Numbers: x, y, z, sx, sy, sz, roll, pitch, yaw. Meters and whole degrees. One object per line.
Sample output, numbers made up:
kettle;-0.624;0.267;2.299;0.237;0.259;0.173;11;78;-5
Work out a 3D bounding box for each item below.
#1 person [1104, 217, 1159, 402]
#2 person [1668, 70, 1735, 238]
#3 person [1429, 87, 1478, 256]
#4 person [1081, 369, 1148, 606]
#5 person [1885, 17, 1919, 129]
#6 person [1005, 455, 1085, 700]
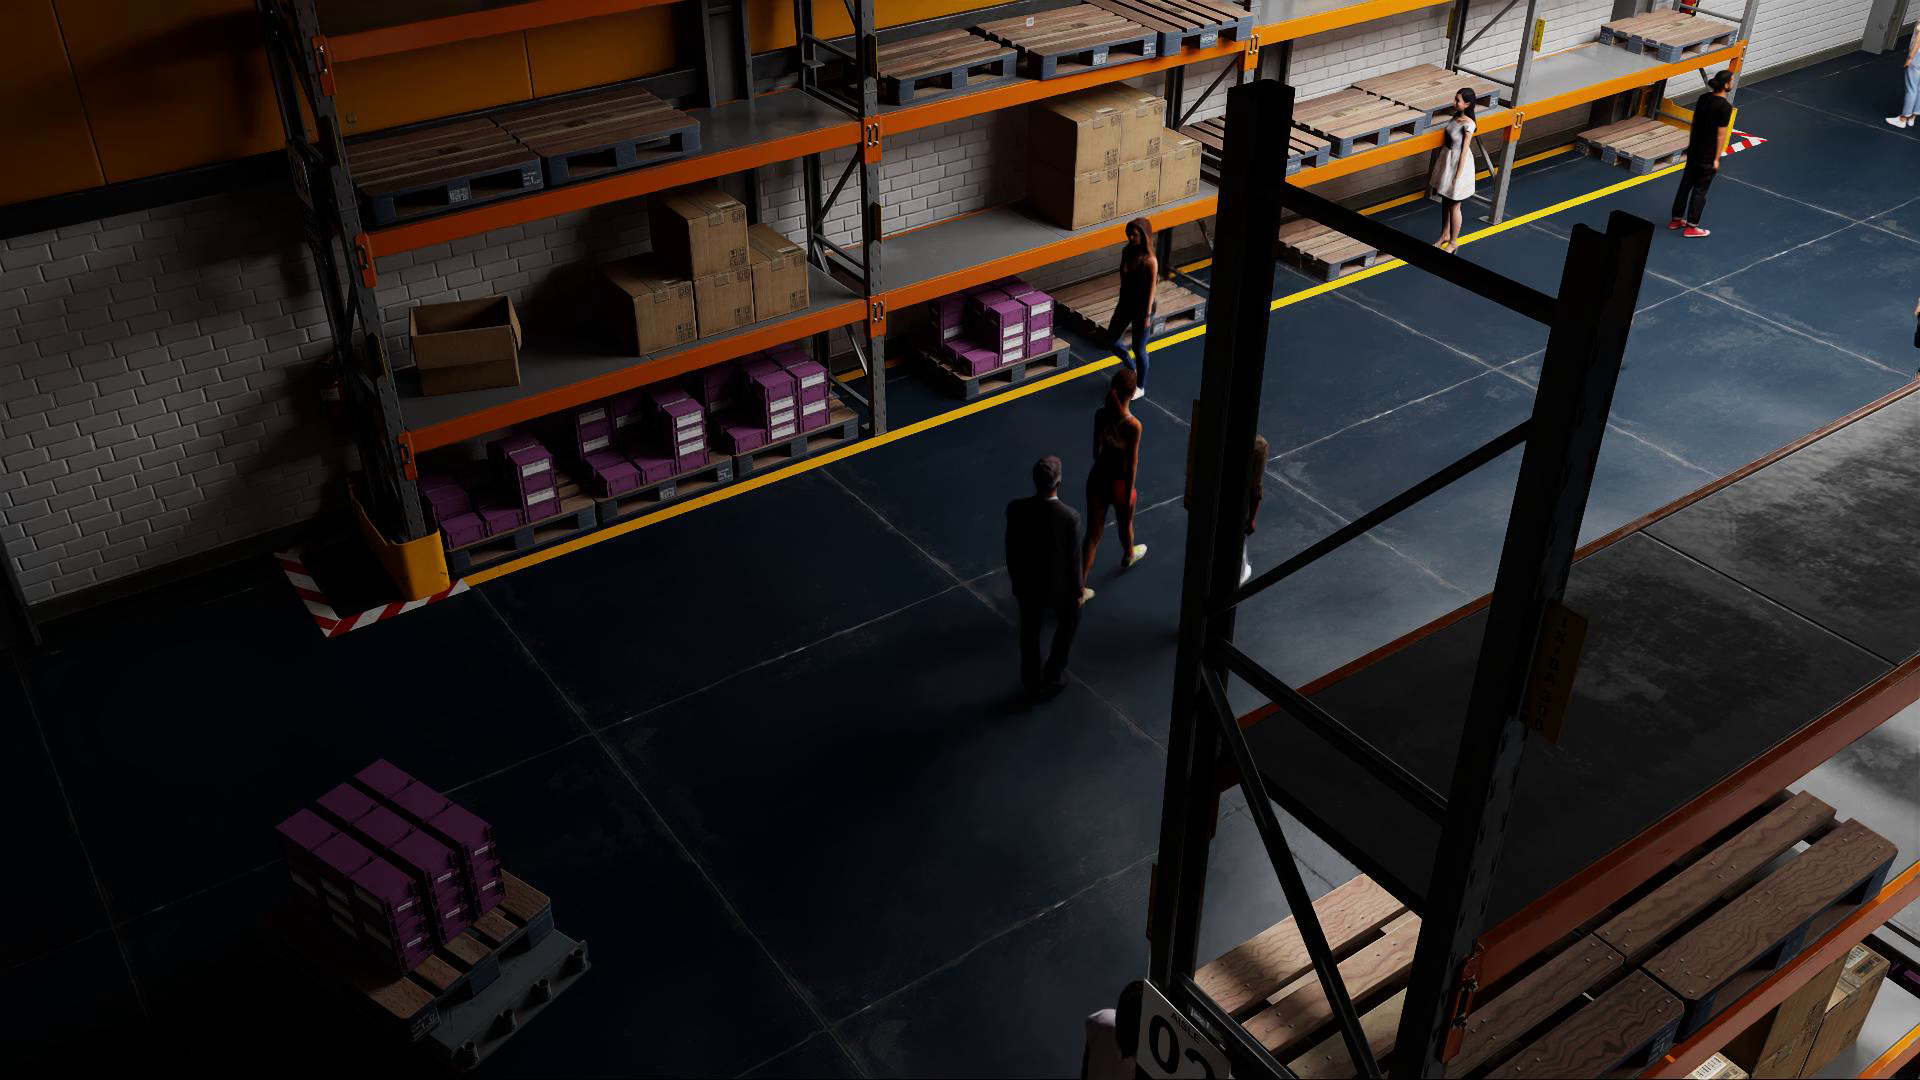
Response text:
person;1.585;-2.030;14.474;0.616;1.709;0.578;-23;40;-30
person;7.832;-4.078;17.511;0.659;1.758;0.686;-10;35;-14
person;5.061;-3.766;17.031;0.794;1.769;0.773;-3;34;-5
person;1.030;-0.325;11.890;0.851;1.729;1.234;24;41;32
person;11.743;-5.901;20.285;0.544;1.722;0.727;-13;36;-19
person;0.528;0.308;10.851;0.857;1.826;0.856;14;36;20
